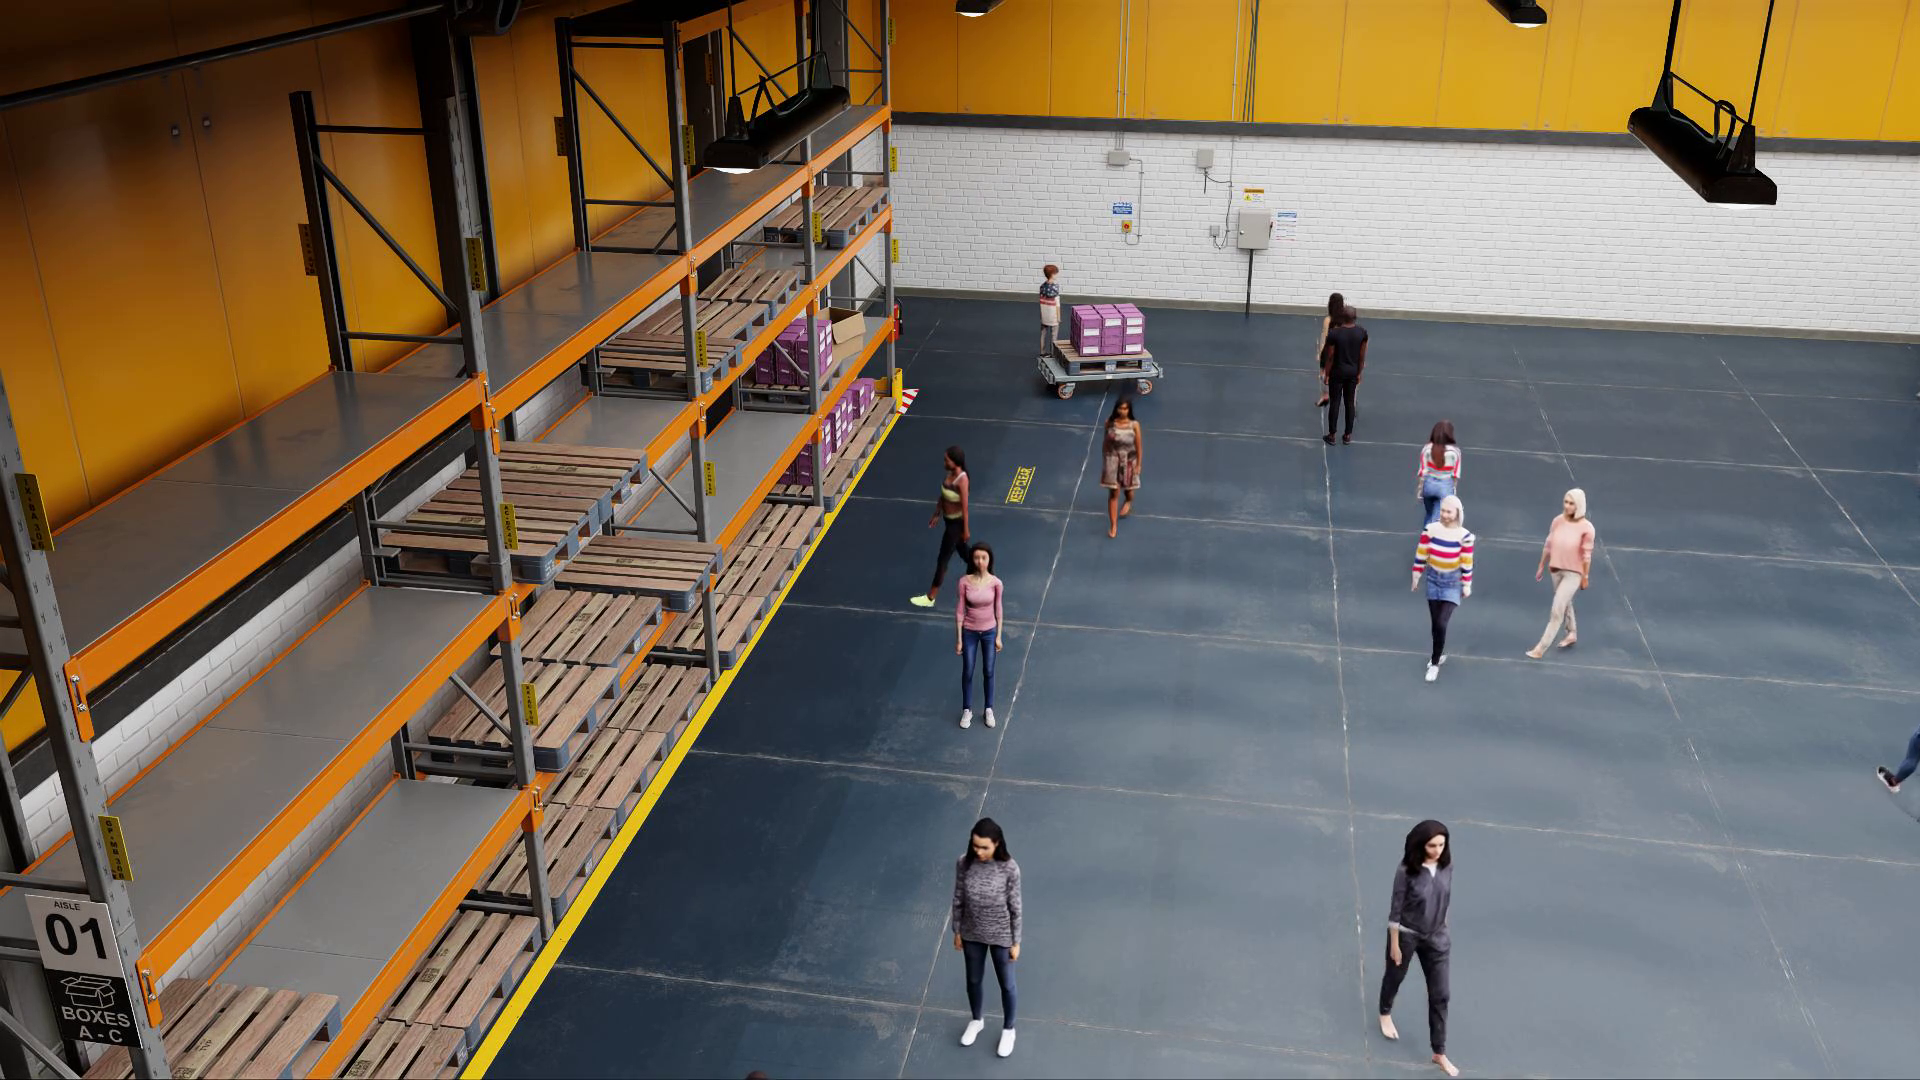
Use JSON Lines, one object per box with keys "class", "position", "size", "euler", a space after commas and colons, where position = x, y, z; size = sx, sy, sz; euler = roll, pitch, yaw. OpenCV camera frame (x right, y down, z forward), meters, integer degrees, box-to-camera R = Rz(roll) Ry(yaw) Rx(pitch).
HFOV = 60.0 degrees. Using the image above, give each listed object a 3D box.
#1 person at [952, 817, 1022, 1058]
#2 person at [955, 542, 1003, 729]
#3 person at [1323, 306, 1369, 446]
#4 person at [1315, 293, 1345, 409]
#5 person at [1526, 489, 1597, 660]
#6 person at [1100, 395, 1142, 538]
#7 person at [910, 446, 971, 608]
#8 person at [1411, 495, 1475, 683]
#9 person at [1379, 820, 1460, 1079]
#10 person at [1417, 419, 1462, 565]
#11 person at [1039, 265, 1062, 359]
{"class": "person", "position": [0.192, 2.538, 10.804], "size": [0.642, 1.732, 0.577], "euler": [7, 25, 16]}
{"class": "person", "position": [0.174, 0.829, 14.699], "size": [0.599, 1.744, 0.564], "euler": [0, 24, 0]}
{"class": "person", "position": [4.927, -2.115, 21.338], "size": [0.715, 1.820, 0.648], "euler": [-2, 24, -4]}
{"class": "person", "position": [5.062, -2.489, 22.430], "size": [0.913, 1.630, 0.952], "euler": [-17, 29, -34]}
{"class": "person", "position": [5.877, 0.303, 15.977], "size": [1.114, 1.683, 1.053], "euler": [-16, 28, -32]}
{"class": "person", "position": [1.828, -0.889, 18.791], "size": [0.638, 1.612, 1.024], "euler": [6, 24, 14]}
{"class": "person", "position": [0.027, -0.144, 16.968], "size": [0.972, 1.707, 1.120], "euler": [-7, 25, -16]}
{"class": "person", "position": [4.582, 0.397, 15.628], "size": [0.882, 1.789, 0.970], "euler": [18, 29, 35]}
{"class": "person", "position": [2.927, 2.523, 10.833], "size": [0.852, 1.735, 1.070], "euler": [-5, 24, -12]}
{"class": "person", "position": [5.138, -0.490, 17.924], "size": [0.861, 1.576, 1.178], "euler": [14, 27, 28]}
{"class": "person", "position": [1.334, -3.380, 24.702], "size": [0.591, 1.441, 0.615], "euler": [20, 31, 39]}
